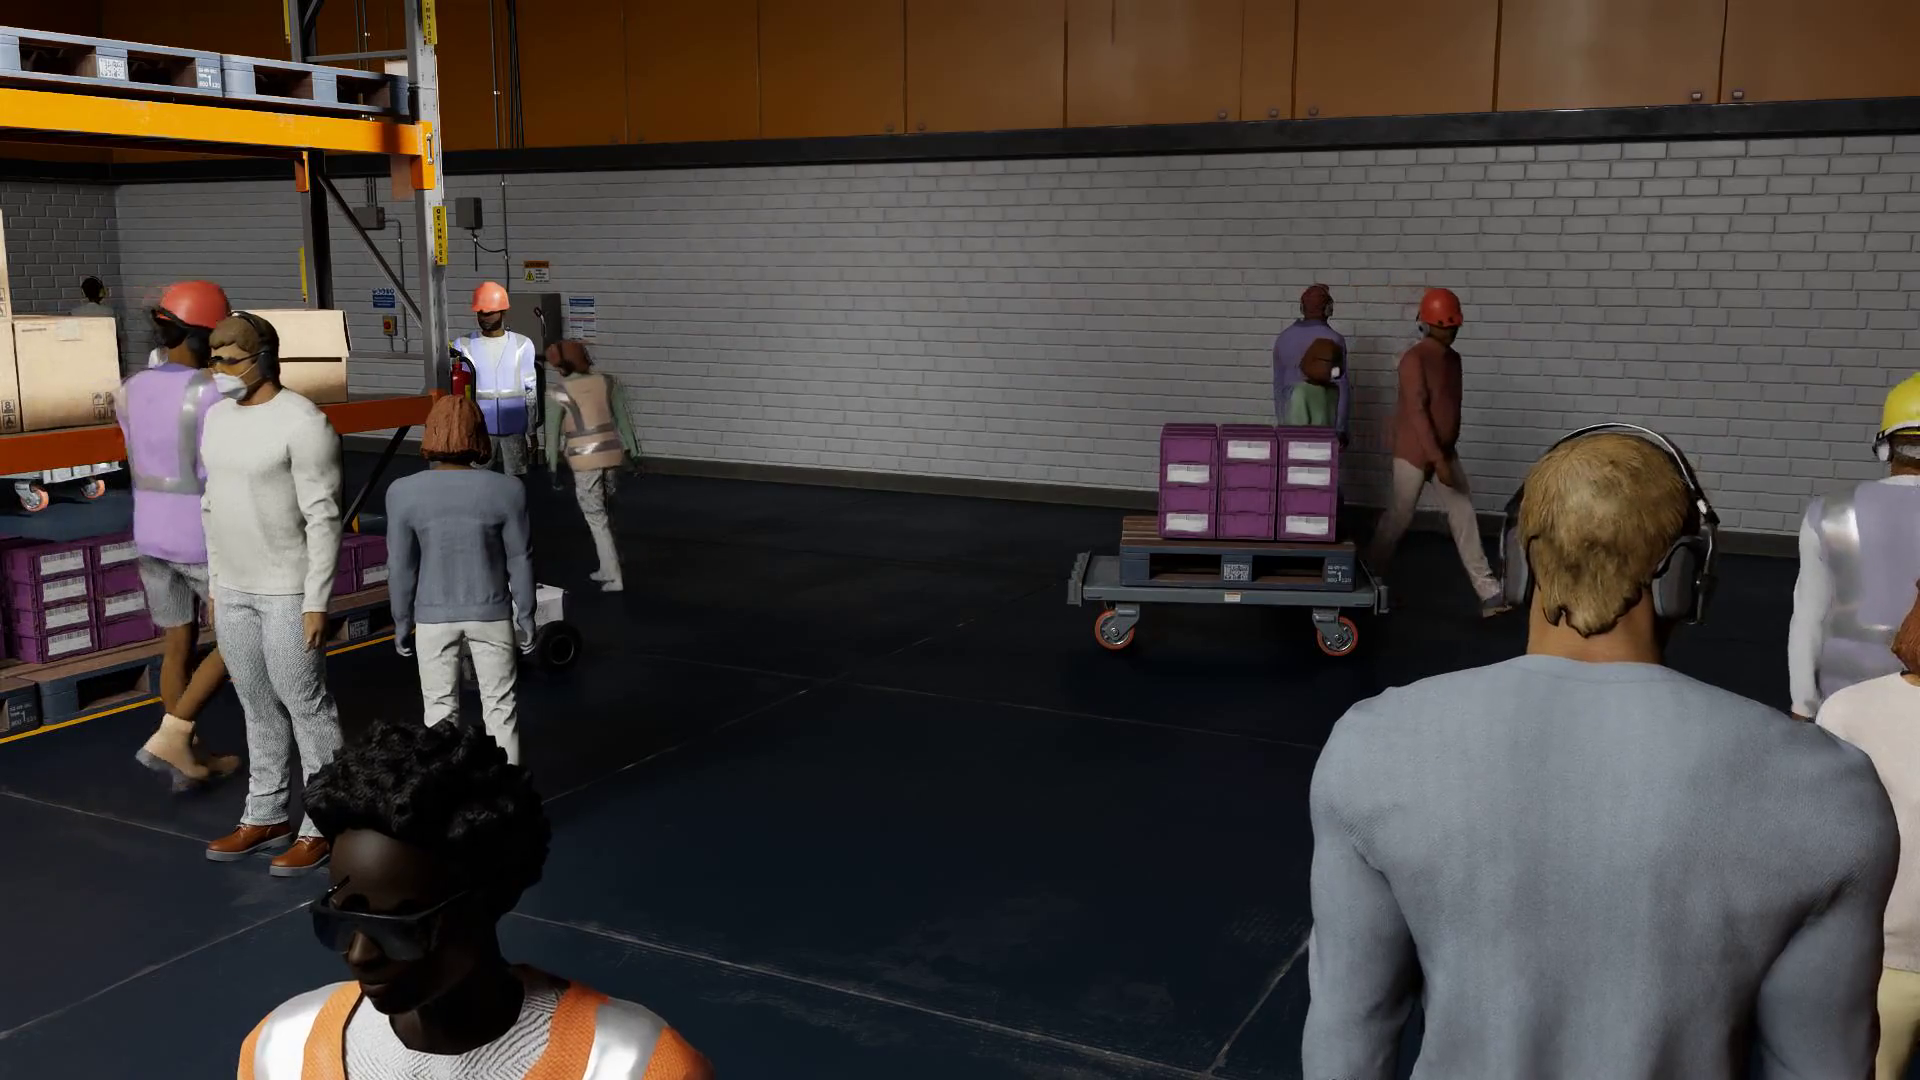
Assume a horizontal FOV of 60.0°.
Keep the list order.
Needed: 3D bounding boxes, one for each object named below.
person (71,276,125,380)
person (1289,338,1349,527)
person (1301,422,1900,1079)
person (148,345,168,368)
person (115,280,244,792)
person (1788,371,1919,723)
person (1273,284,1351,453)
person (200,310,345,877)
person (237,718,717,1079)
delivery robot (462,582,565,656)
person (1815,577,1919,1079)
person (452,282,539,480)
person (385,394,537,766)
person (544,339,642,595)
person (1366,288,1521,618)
[{"bbox_3d":[-9.359,-1.926,18.106,0.519,1.875,0.324,0,10,-3],"label":"person"},{"bbox_3d":[2.148,-0.414,10.097,0.398,1.614,0.519,9,13,42],"label":"person"},{"bbox_3d":[0.723,0.828,1.995,0.629,1.933,0.379,4,11,24],"label":"person"},{"bbox_3d":[-4.684,-0.576,10.317,0.571,1.872,0.343,-3,10,-19],"label":"person"},{"bbox_3d":[-3.002,0.007,6.497,0.645,2.018,0.532,5,11,26],"label":"person"},{"bbox_3d":[2.624,0.438,4.622,0.600,1.808,0.770,5,11,28],"label":"person"},{"bbox_3d":[2.490,-0.830,11.654,0.409,1.910,0.651,-6,12,-33],"label":"person"},{"bbox_3d":[-2.374,0.184,5.722,0.628,1.935,0.373,6,11,29],"label":"person"},{"bbox_3d":[-0.487,0.995,1.742,0.537,1.690,0.322,2,10,12],"label":"person"},{"bbox_3d":[-2.345,0.376,8.321,0.477,0.478,0.707,9,13,43],"label":"delivery robot"},{"bbox_3d":[1.809,0.796,3.072,0.494,1.625,0.283,3,10,15],"label":"person"},{"bbox_3d":[-3.098,-0.751,11.133,0.552,1.931,0.370,-3,10,-19],"label":"person"},{"bbox_3d":[-1.761,0.299,5.919,0.505,1.632,0.269,-2,10,-10],"label":"person"},{"bbox_3d":[-2.317,-0.458,10.397,0.579,1.592,0.594,-10,14,-44],"label":"person"},{"bbox_3d":[2.772,-0.493,9.691,0.600,1.923,1.040,-8,13,-40],"label":"person"}]
